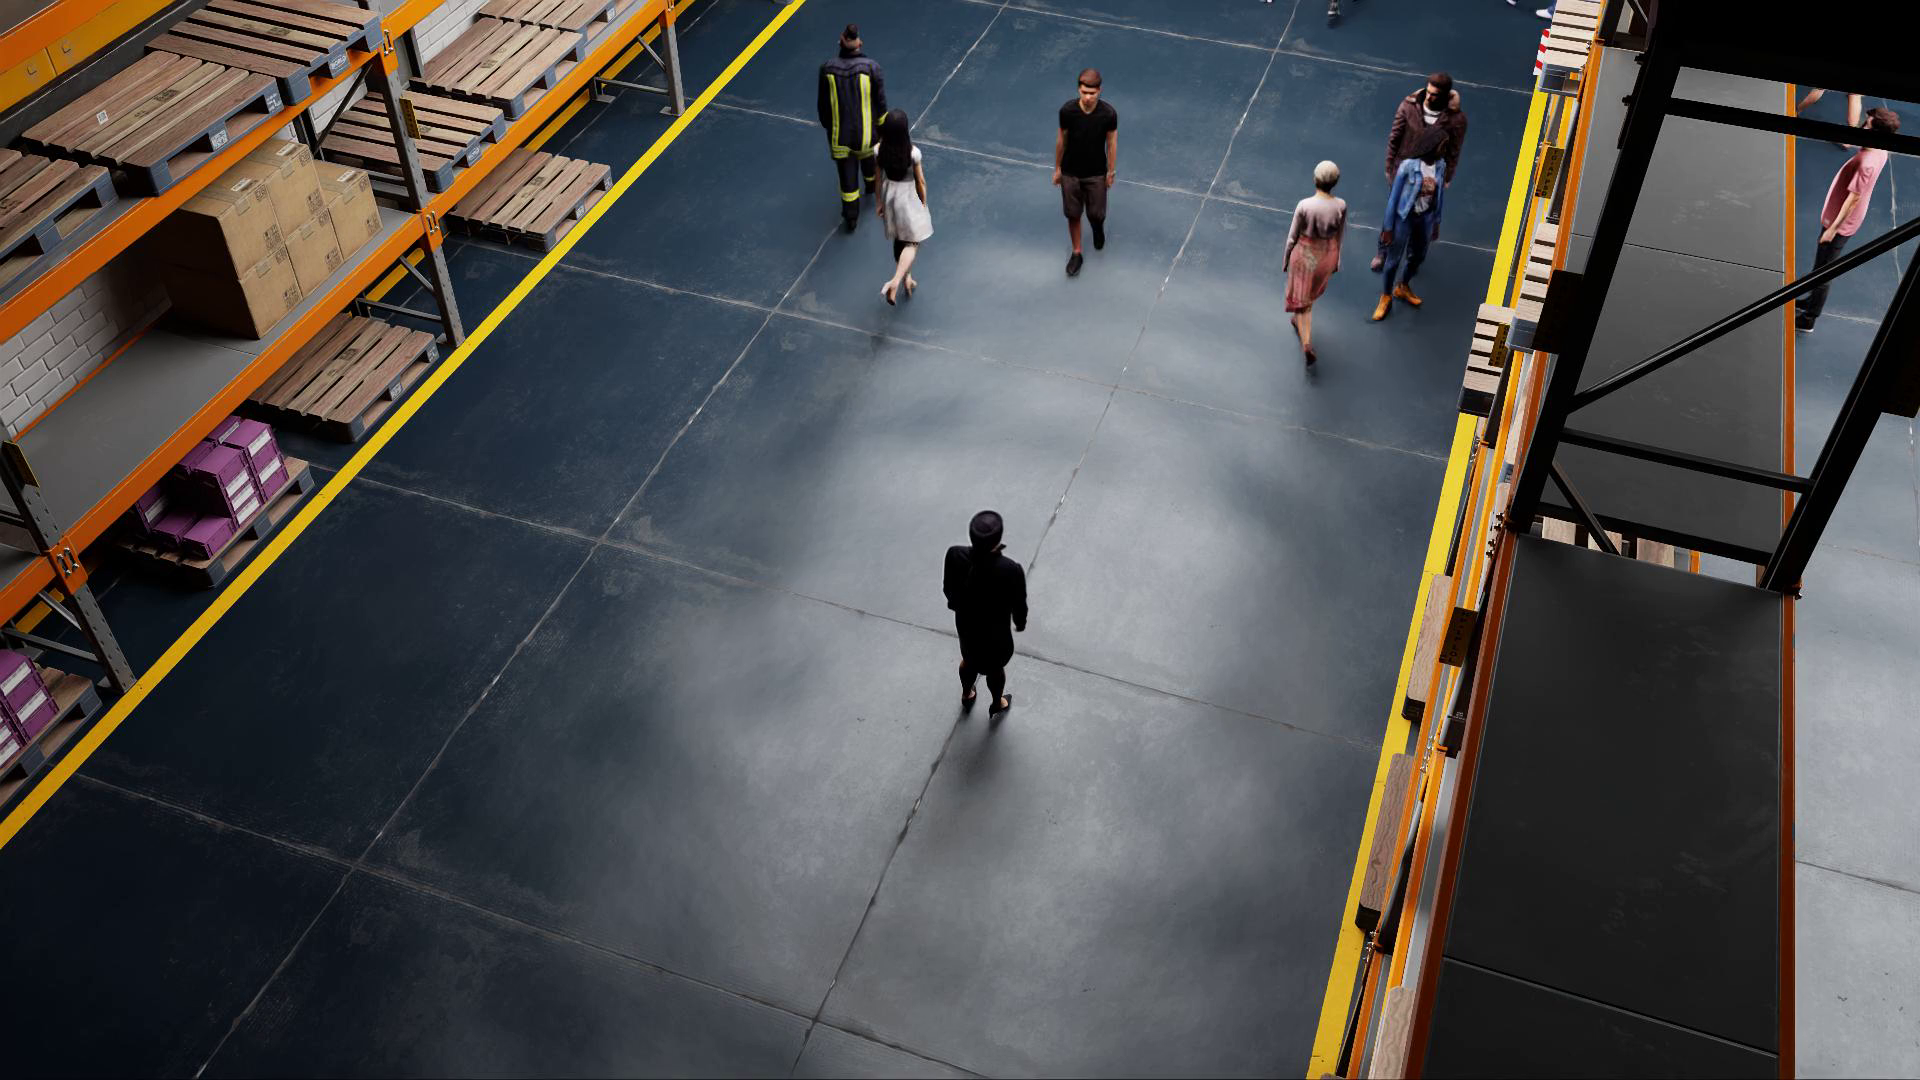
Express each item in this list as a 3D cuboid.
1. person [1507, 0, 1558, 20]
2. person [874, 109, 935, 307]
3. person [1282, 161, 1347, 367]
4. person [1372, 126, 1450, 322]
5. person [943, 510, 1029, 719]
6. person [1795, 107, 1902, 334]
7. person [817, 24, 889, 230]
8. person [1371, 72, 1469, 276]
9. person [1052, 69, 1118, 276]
[{"bbox_3d":[6.278,-6.247,17.328,0.837,1.709,1.047,25,49,24],"label":"person"},{"bbox_3d":[-0.492,-2.639,13.504,0.632,1.760,0.909,13,45,13],"label":"person"},{"bbox_3d":[2.779,-2.132,13.042,0.881,1.663,1.125,-4,44,-4],"label":"person"},{"bbox_3d":[3.616,-2.558,13.464,0.759,1.698,0.780,0,44,-1],"label":"person"},{"bbox_3d":[0.147,0.489,10.285,0.681,1.671,0.604,15,46,15],"label":"person"},{"bbox_3d":[7.046,-2.544,13.261,0.742,1.958,0.570,25,49,24],"label":"person"},{"bbox_3d":[-0.931,-3.546,14.410,1.005,1.823,1.220,1,44,1],"label":"person"},{"bbox_3d":[3.834,-3.082,13.907,0.732,1.846,0.625,14,45,14],"label":"person"},{"bbox_3d":[1.066,-3.153,13.980,0.732,1.847,0.895,9,44,9],"label":"person"}]
